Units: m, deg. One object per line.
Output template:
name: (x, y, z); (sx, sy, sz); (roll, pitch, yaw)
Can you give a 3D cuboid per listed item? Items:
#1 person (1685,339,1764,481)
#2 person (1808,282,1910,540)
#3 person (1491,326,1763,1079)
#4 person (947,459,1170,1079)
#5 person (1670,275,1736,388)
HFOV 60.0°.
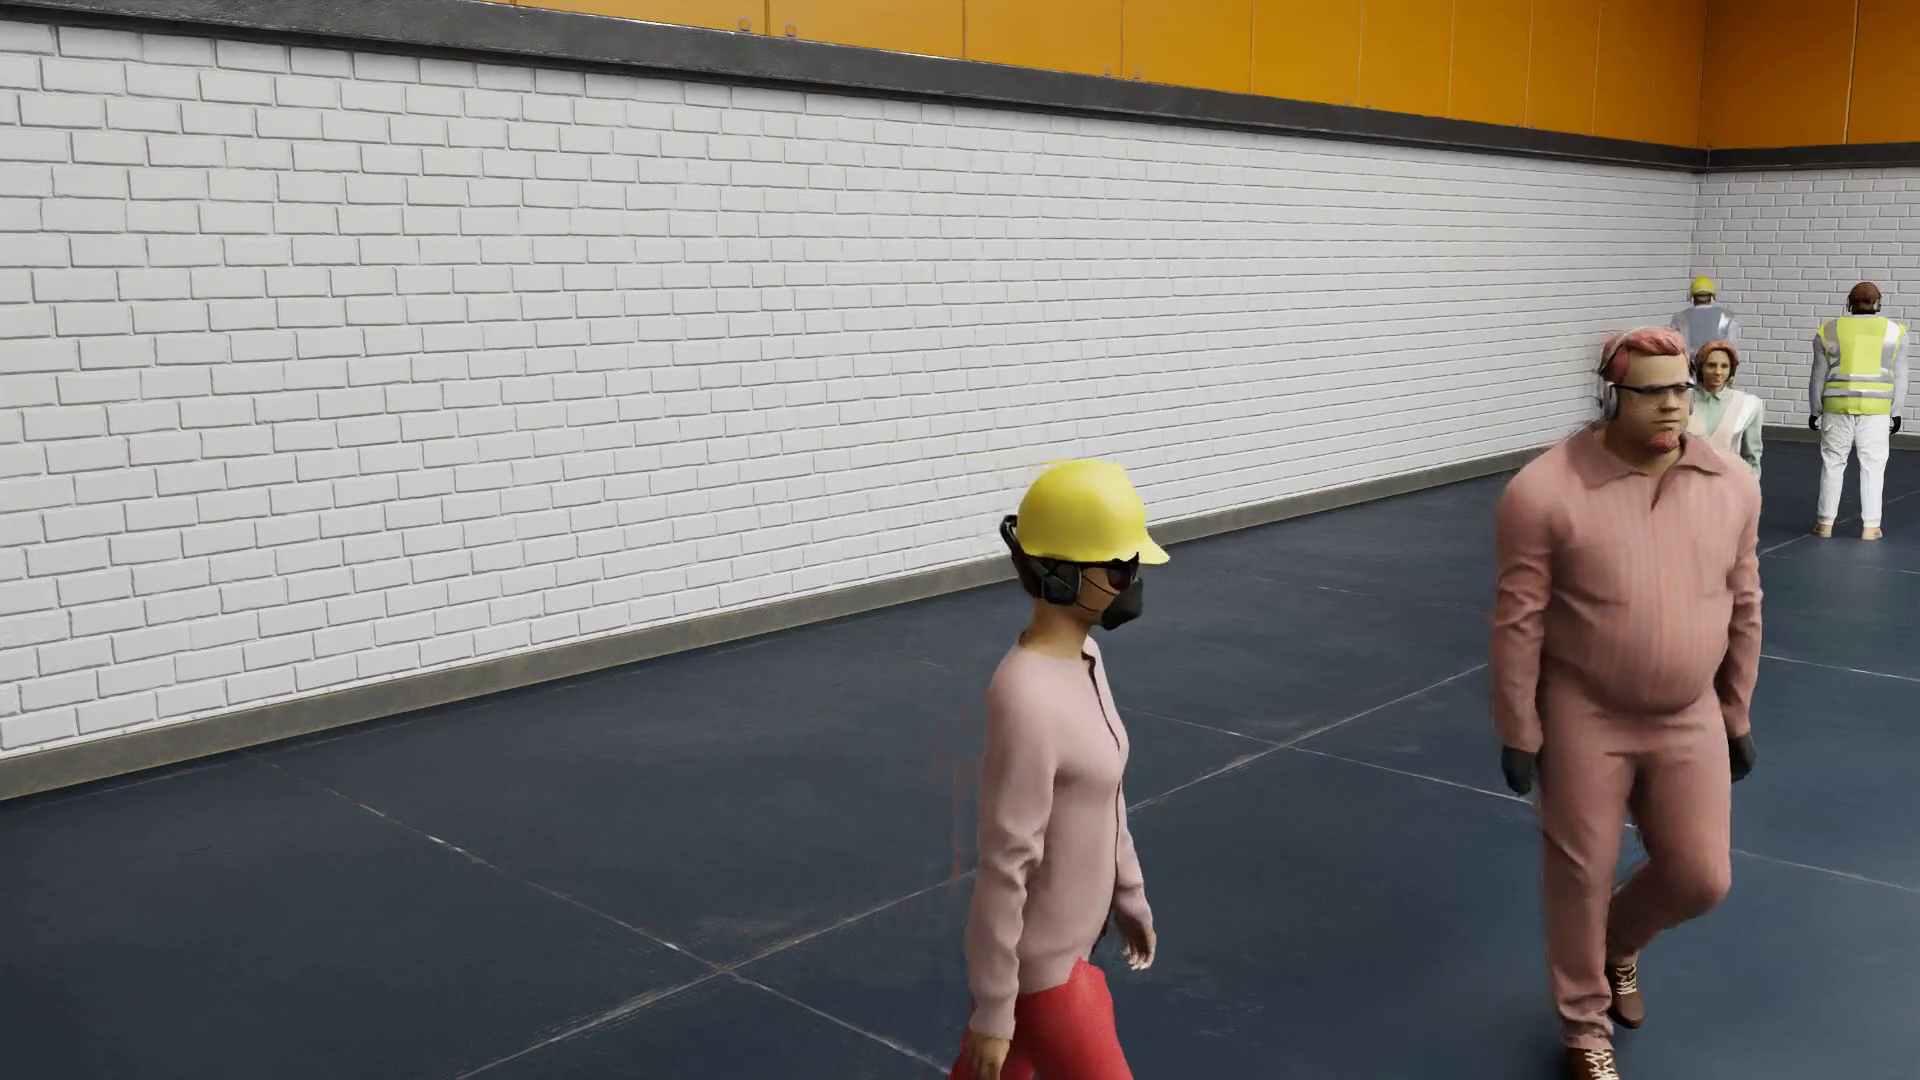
person: (3.742, -0.193, 8.381); (0.519, 1.627, 0.364); (4, 11, 20)
person: (6.411, -0.920, 11.905); (0.621, 1.838, 0.429); (5, 11, 27)
person: (1.620, 0.423, 4.090); (0.664, 1.894, 0.491); (0, 10, -2)
person: (0.209, 0.711, 2.937); (0.909, 1.716, 0.545); (2, 10, 11)
person: (7.053, -1.608, 15.860); (0.597, 1.817, 0.553); (3, 11, 19)
